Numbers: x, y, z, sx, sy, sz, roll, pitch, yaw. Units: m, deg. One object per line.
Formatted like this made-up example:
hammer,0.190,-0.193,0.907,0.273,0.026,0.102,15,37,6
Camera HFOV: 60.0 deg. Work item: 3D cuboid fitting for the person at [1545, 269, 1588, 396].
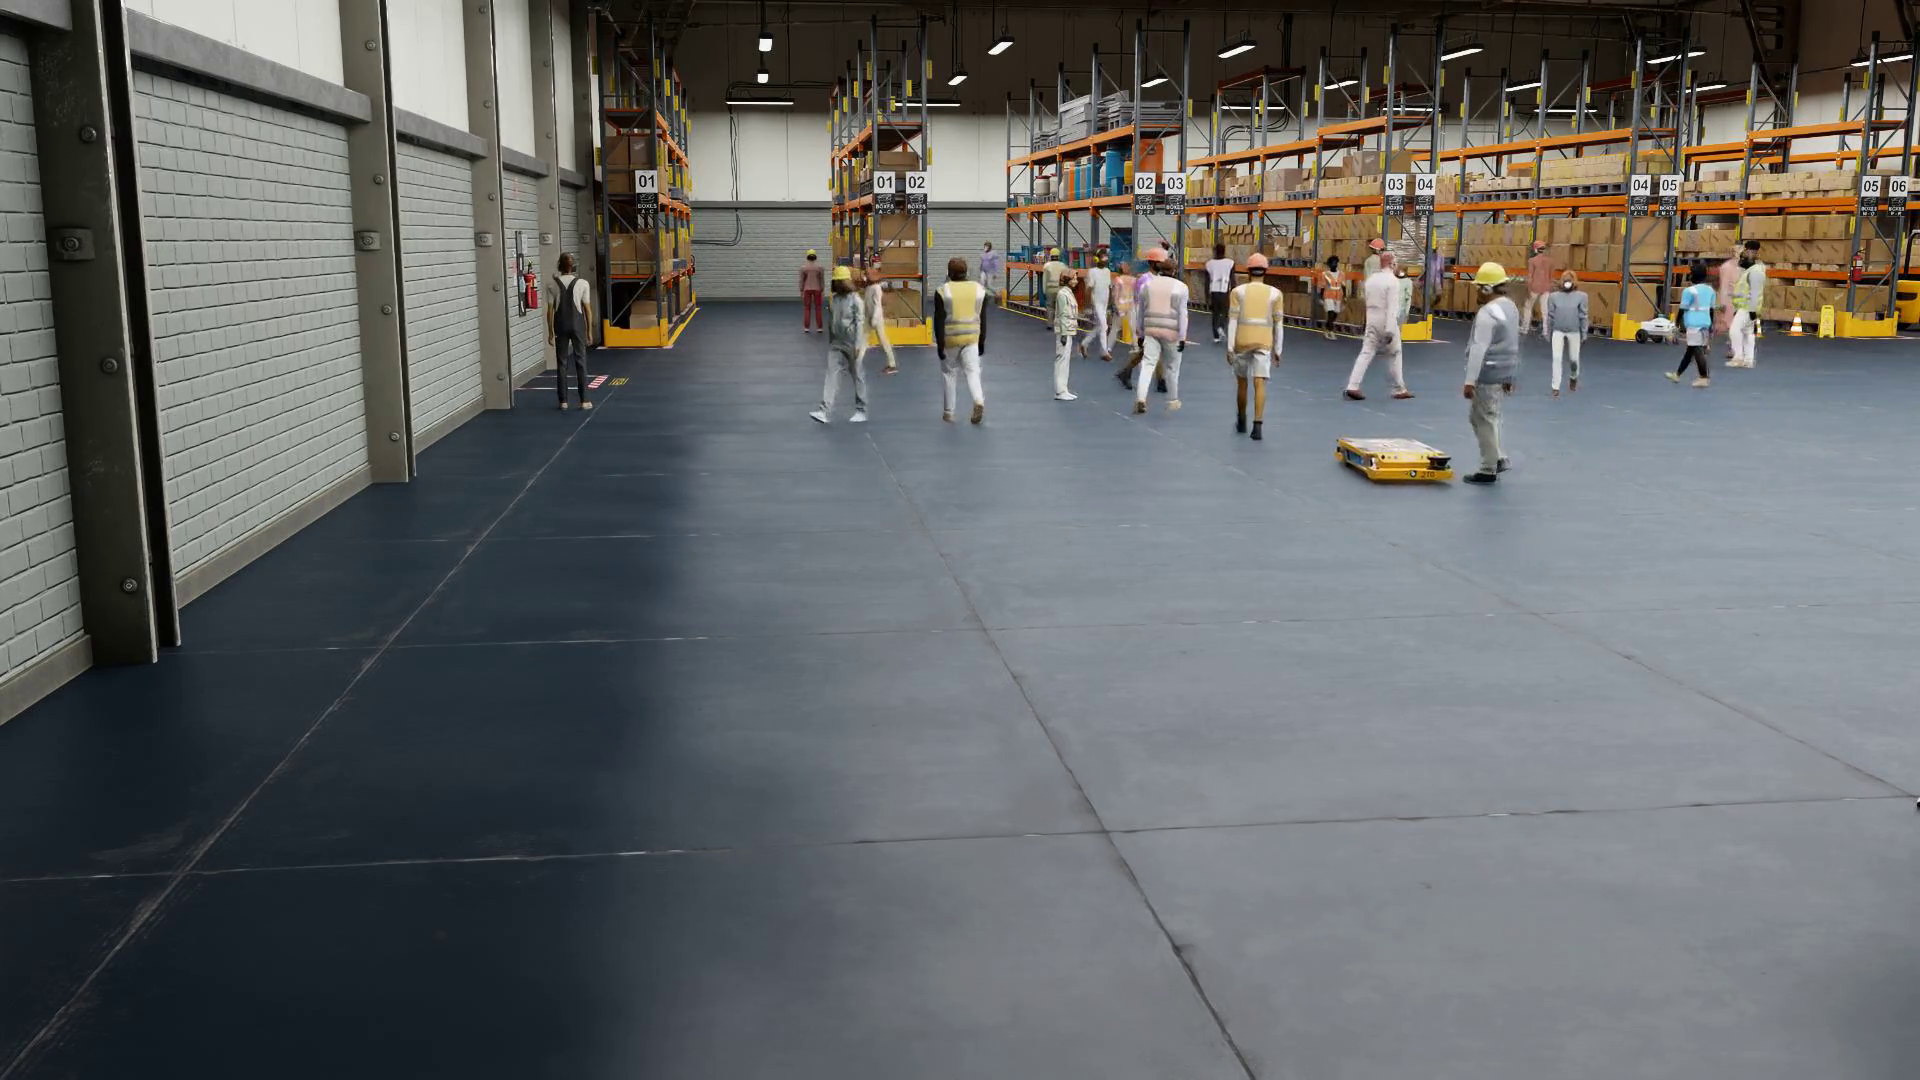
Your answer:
person,7.788,-2.662,21.359,0.518,1.618,0.643,5,11,25

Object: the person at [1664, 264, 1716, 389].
person,9.874,-2.897,22.505,0.557,1.649,0.847,-5,12,-26

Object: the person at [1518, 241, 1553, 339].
person,11.538,-4.992,33.258,0.642,1.936,0.877,-3,11,-16

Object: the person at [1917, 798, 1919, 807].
person,3.661,0.048,5.669,0.381,1.918,0.585,-7,12,-32

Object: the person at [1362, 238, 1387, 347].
person,7.678,-4.568,30.760,0.376,1.995,0.612,-3,11,-16

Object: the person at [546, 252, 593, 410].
person,-4.583,-2.446,19.538,0.513,1.844,0.328,-2,10,-9

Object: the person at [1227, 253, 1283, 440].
person,3.008,-1.976,16.956,0.563,1.863,0.960,1,10,7

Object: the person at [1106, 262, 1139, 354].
person,2.833,-4.041,28.978,0.513,1.594,0.861,-6,12,-31

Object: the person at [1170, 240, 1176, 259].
person,6.638,-8.321,51.208,0.536,2.000,0.688,1,10,5

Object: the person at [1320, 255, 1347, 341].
person,7.294,-4.761,32.696,0.530,1.673,0.743,-3,11,-15

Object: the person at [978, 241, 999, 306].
person,0.860,-7.761,48.493,0.648,1.915,0.583,7,13,34

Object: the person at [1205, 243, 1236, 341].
person,5.056,-4.804,32.299,0.625,1.901,0.451,4,11,22

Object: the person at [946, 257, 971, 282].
person,-0.021,-4.641,32.129,0.514,1.644,0.307,-1,10,-3

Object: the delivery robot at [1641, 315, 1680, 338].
delivery robot,13.244,-4.020,31.450,0.477,0.478,0.707,-5,11,-25

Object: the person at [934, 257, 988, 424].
person,0.017,-2.164,18.093,0.628,1.819,0.849,-3,11,-17

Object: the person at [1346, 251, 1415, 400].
person,5.241,-2.666,20.738,1.004,1.859,0.650,-5,12,-26

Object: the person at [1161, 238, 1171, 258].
person,5.920,-7.809,48.584,1.052,1.984,0.640,-3,11,-17

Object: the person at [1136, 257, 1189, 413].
person,2.323,-2.371,19.268,0.650,1.801,0.946,5,12,27

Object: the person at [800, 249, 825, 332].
person,-3.145,-5.310,35.490,0.532,1.759,0.342,1,10,3

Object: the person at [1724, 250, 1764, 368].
person,12.083,-3.569,25.745,0.595,1.824,0.661,3,11,17

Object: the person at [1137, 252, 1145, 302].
person,5.050,-7.722,48.375,0.689,1.882,0.589,1,10,5

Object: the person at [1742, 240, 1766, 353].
person,13.864,-4.271,29.211,0.361,1.965,0.613,0,10,-2

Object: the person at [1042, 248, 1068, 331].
person,2.064,-5.380,35.761,0.600,1.804,0.826,-2,11,-12

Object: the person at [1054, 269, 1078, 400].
person,1.321,-2.557,20.735,0.312,1.634,0.514,2,11,11

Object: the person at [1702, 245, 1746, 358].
person,12.829,-3.966,27.734,0.645,1.887,0.632,-7,12,-33

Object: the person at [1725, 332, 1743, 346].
person,14.546,-4.503,31.038,0.535,1.766,0.320,5,11,24

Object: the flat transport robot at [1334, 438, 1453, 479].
flat transport robot,3.724,-0.716,14.376,0.652,0.197,1.431,0,10,0

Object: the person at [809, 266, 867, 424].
person,-1.292,-2.099,18.013,0.508,1.693,0.873,6,12,31

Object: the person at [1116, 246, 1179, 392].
person,2.454,-2.896,21.854,0.907,1.912,0.561,6,12,31

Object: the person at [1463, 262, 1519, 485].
person,4.305,-1.346,13.574,0.433,1.816,0.622,8,13,36

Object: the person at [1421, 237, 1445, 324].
person,10.990,-6.026,38.668,0.633,2.023,0.432,-2,11,-12

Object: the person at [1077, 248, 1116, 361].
person,2.278,-3.879,27.417,0.802,1.844,0.522,8,13,39

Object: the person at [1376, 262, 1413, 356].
person,7.342,-3.895,28.141,0.605,1.608,0.303,6,12,30

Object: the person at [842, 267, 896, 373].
person,-1.315,-3.256,24.679,0.847,1.582,0.515,-5,12,-27
